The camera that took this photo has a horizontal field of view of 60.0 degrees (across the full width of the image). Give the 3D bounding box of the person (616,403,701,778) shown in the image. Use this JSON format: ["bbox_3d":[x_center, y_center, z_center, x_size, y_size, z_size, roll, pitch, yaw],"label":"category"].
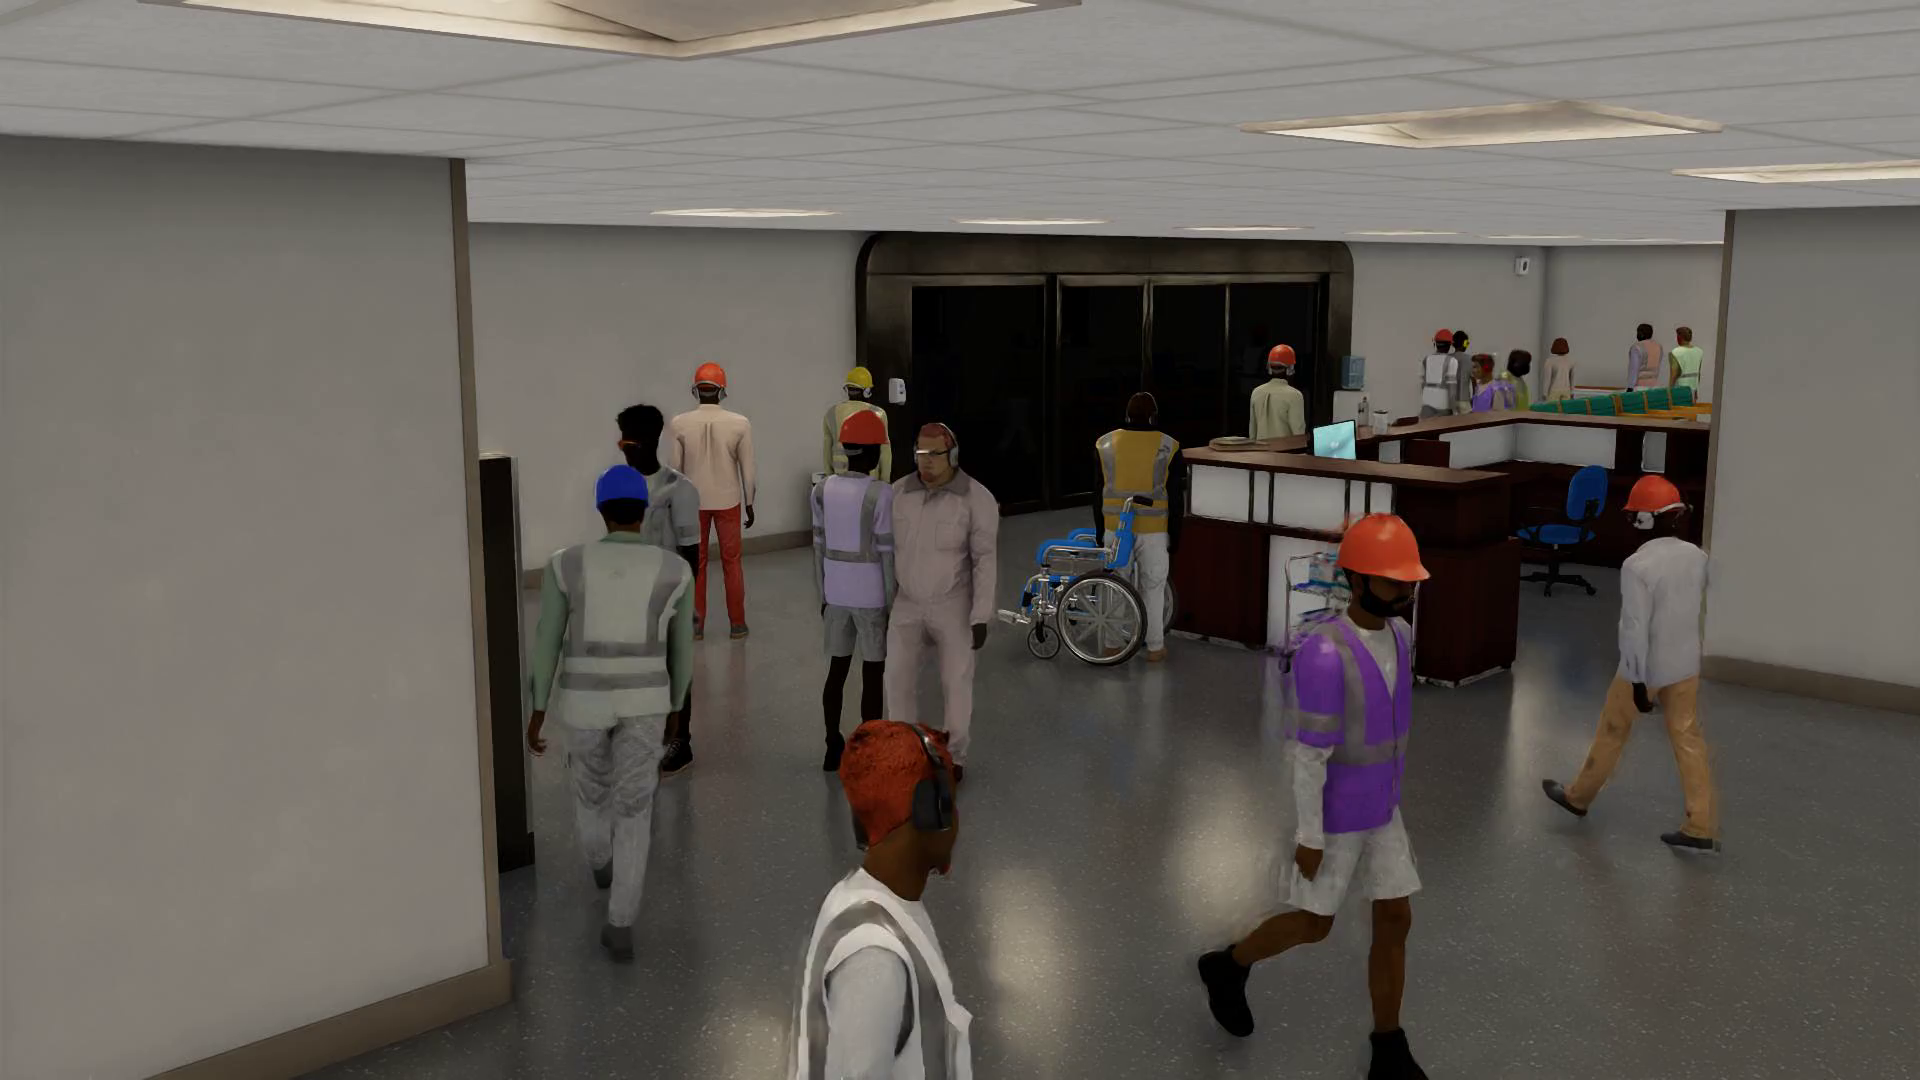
[{"bbox_3d":[-1.618,0.263,8.740,0.660,1.959,0.382,7,11,35],"label":"person"}]

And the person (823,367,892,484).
[{"bbox_3d":[-0.858,-0.556,14.152,0.602,1.830,0.404,3,10,18],"label":"person"}]

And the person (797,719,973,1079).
[{"bbox_3d":[-0.140,1.256,3.027,0.348,1.835,0.675,0,9,-1],"label":"person"}]

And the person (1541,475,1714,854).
[{"bbox_3d":[3.186,0.550,7.738,0.561,1.702,0.902,-5,10,-27],"label":"person"}]

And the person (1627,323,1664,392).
[{"bbox_3d":[10.254,-2.330,25.010,0.623,1.845,0.430,-5,11,-28],"label":"person"}]

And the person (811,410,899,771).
[{"bbox_3d":[-0.517,0.284,8.718,0.545,1.931,0.380,6,11,34],"label":"person"}]

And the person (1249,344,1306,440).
[{"bbox_3d":[2.813,-0.722,14.672,0.381,1.995,0.612,-7,11,-36],"label":"person"}]

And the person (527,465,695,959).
[{"bbox_3d":[-1.389,0.641,6.710,0.648,1.863,1.034,-1,9,-8],"label":"person"}]

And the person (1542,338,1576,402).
[{"bbox_3d":[8.913,-2.190,24.775,0.500,1.636,0.280,-2,9,-11],"label":"person"}]

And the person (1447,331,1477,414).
[{"bbox_3d":[6.454,-1.786,21.603,0.528,1.863,0.322,4,10,22],"label":"person"}]

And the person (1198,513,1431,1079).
[{"bbox_3d":[1.196,0.835,5.427,0.555,1.910,0.867,-8,12,-42],"label":"person"}]

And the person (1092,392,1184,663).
[{"bbox_3d":[1.206,-0.082,11.255,0.628,1.836,0.429,2,10,15],"label":"person"}]

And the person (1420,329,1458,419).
[{"bbox_3d":[6.229,-1.791,21.580,0.998,1.881,0.554,-9,13,-43],"label":"person"}]

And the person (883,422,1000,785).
[{"bbox_3d":[-0.158,0.363,8.335,0.663,1.885,0.699,4,10,22],"label":"person"}]

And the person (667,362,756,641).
[{"bbox_3d":[-1.775,-0.273,11.919,0.624,1.992,0.390,-1,9,-7],"label":"person"}]

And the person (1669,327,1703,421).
[{"bbox_3d":[10.254,-2.095,23.563,0.572,1.840,0.373,-4,10,-24],"label":"person"}]
